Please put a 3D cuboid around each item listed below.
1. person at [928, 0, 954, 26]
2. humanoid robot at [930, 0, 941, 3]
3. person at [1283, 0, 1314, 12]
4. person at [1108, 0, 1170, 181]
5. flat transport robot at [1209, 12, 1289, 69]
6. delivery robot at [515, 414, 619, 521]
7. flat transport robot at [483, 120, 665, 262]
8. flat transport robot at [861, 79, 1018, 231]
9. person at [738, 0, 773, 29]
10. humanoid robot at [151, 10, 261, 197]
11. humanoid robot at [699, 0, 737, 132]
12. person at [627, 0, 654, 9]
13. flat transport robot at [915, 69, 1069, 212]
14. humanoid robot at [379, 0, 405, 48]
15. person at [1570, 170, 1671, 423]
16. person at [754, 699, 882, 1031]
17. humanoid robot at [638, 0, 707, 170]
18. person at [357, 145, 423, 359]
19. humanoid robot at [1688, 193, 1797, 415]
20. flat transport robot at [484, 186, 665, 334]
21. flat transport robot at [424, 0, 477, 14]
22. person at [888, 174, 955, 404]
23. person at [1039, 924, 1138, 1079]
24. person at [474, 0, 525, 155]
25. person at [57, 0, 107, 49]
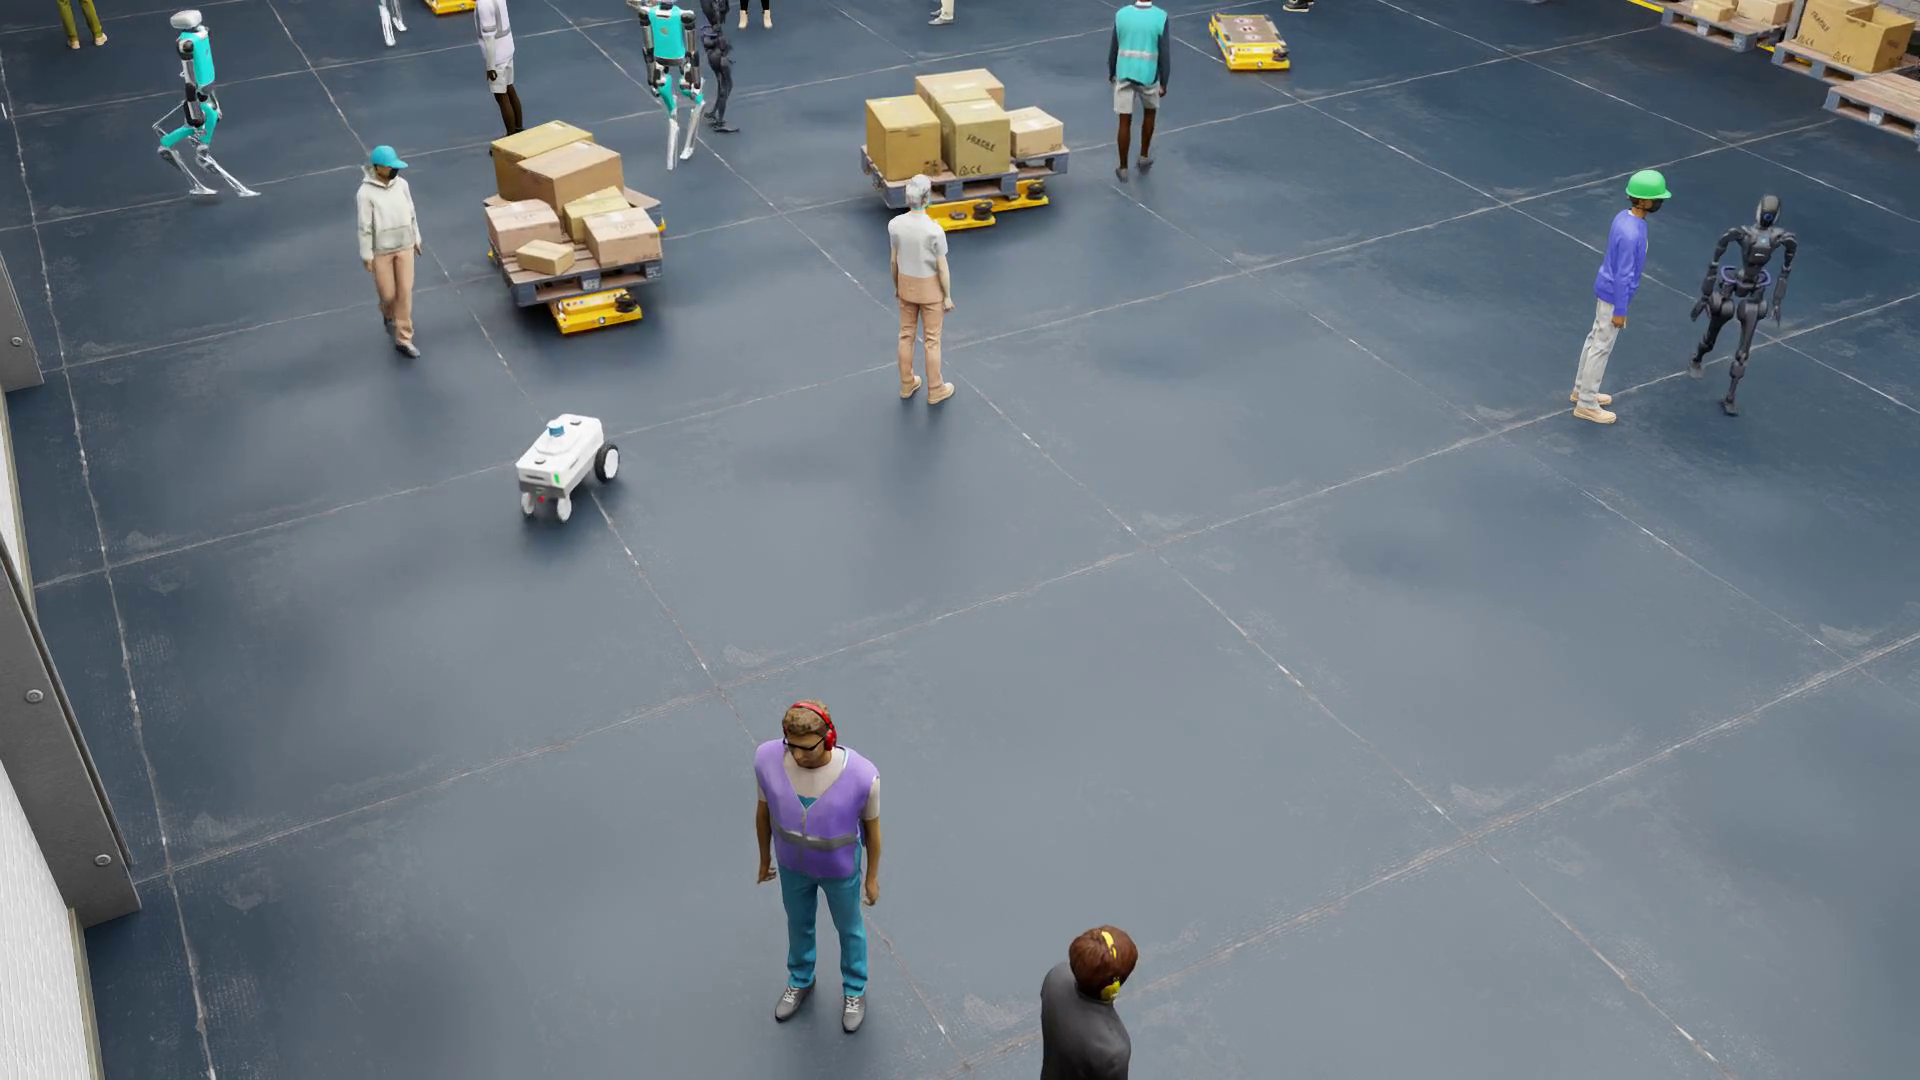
[{"bbox_3d":[-0.184,-6.887,19.174,0.389,1.847,0.563,3,35,5],"label":"person"},{"bbox_3d":[-0.252,-7.309,19.927,0.396,1.647,0.593,-9,36,-13],"label":"humanoid robot"},{"bbox_3d":[4.113,-7.248,19.598,0.376,1.957,0.609,12,37,17],"label":"person"},{"bbox_3d":[1.664,-4.352,15.499,0.598,1.901,0.753,7,36,10],"label":"person"},{"bbox_3d":[3.251,-5.633,18.759,0.659,0.231,1.431,-1,35,-2],"label":"flat transport robot"},{"bbox_3d":[-2.687,-0.538,11.223,0.499,0.581,0.774,9,36,13],"label":"delivery robot"},{"bbox_3d":[-3.335,-2.651,14.500,0.659,0.231,1.431,27,43,33],"label":"flat transport robot"},{"bbox_3d":[-0.203,-3.211,15.300,0.659,0.231,1.431,-10,36,-14],"label":"flat transport robot"},{"bbox_3d":[-2.393,-6.732,19.080,0.534,1.699,0.318,-2,35,-3],"label":"person"},{"bbox_3d":[-6.946,-3.844,14.949,0.835,1.794,0.536,-1,35,-1],"label":"humanoid robot"},{"bbox_3d":[-2.405,-4.882,16.466,0.364,1.650,0.590,-7,36,-10],"label":"humanoid robot"},{"bbox_3d":[-3.805,-7.113,19.485,0.587,1.859,0.752,-23,41,-30],"label":"person"},{"bbox_3d":[0.267,-3.457,15.652,0.659,0.231,1.431,-11,37,-16],"label":"flat transport robot"},{"bbox_3d":[-6.545,-6.501,18.758,0.543,1.777,1.036,-11,36,-15],"label":"humanoid robot"},{"bbox_3d":[4.669,-1.732,11.793,0.343,1.874,0.458,8,36,12],"label":"person"},{"bbox_3d":[-0.616,1.413,7.324,0.569,1.845,0.385,8,36,11],"label":"person"},{"bbox_3d":[-2.634,-4.364,15.706,0.548,1.828,0.755,5,35,8],"label":"humanoid robot"},{"bbox_3d":[-4.358,-2.231,12.697,0.507,1.632,0.568,-25,42,-31],"label":"person"},{"bbox_3d":[5.674,-1.783,12.085,0.612,1.632,0.790,6,35,9],"label":"humanoid robot"},{"bbox_3d":[-3.151,-2.142,13.774,0.659,0.231,1.431,-15,38,-20],"label":"flat transport robot"},{"bbox_3d":[-6.301,-6.768,20.379,0.659,0.231,1.431,-18,39,-24],"label":"flat transport robot"},{"bbox_3d":[-0.272,-1.803,12.002,0.470,1.747,0.320,16,38,21],"label":"person"},{"bbox_3d":[0.460,2.144,6.265,0.346,1.868,0.496,-14,37,-19],"label":"person"},{"bbox_3d":[-4.461,-4.646,15.908,0.381,1.929,0.541,0,35,0],"label":"person"},{"bbox_3d":[-9.981,-6.408,18.499,0.534,1.836,0.373,-15,38,-20],"label":"person"}]
